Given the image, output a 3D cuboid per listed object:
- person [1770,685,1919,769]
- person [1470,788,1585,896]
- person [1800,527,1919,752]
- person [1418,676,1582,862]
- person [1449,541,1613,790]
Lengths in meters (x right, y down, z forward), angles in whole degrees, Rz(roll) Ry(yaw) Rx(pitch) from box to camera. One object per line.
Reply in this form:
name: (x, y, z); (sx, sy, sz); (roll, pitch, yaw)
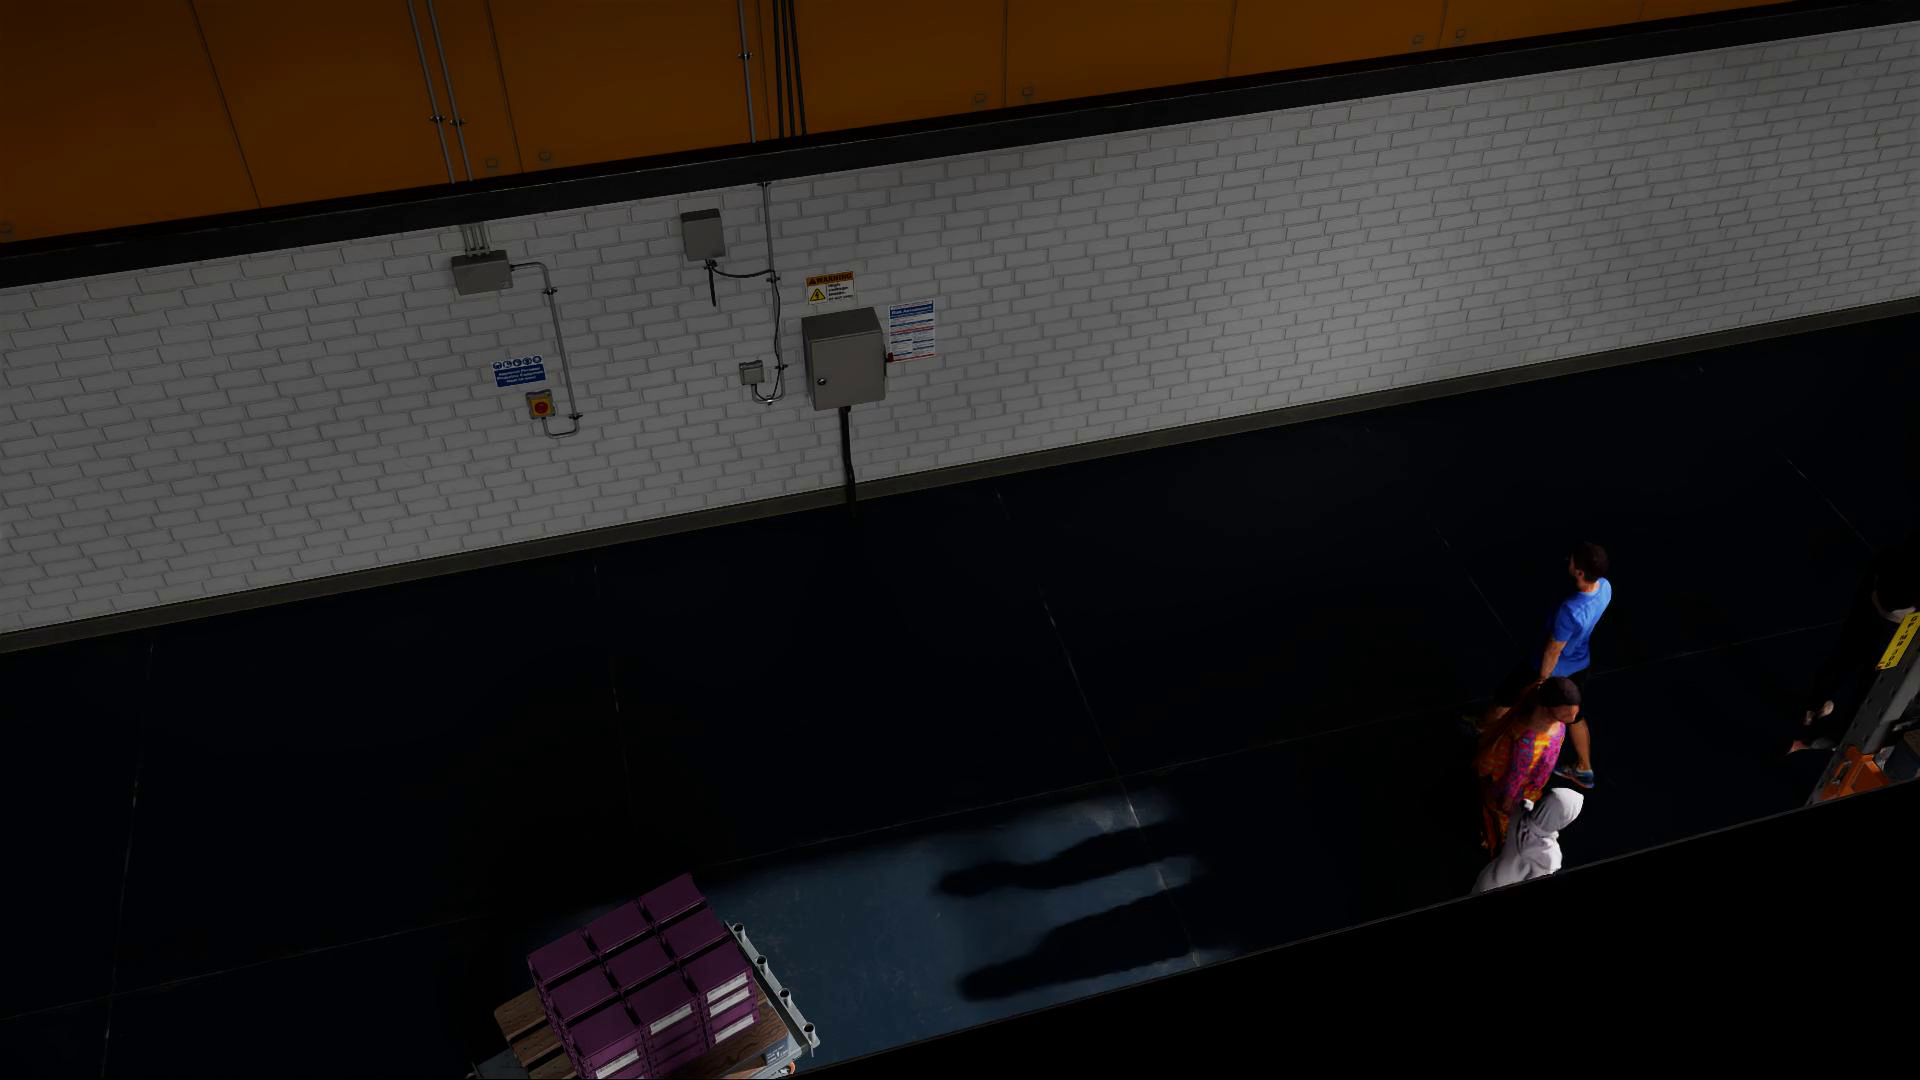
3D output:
person: (5.356, 1.020, 9.819); (1.014, 1.652, 0.995); (19, 47, 19)
person: (2.816, 1.883, 8.842); (0.830, 1.749, 1.047); (-5, 44, -5)
person: (5.630, 0.576, 10.170); (0.742, 1.810, 0.589); (-18, 46, -18)
person: (3.142, 1.247, 9.579); (1.139, 1.654, 1.130); (11, 45, 11)
person: (3.650, 0.785, 9.939); (0.942, 1.825, 1.265); (-28, 50, -27)
